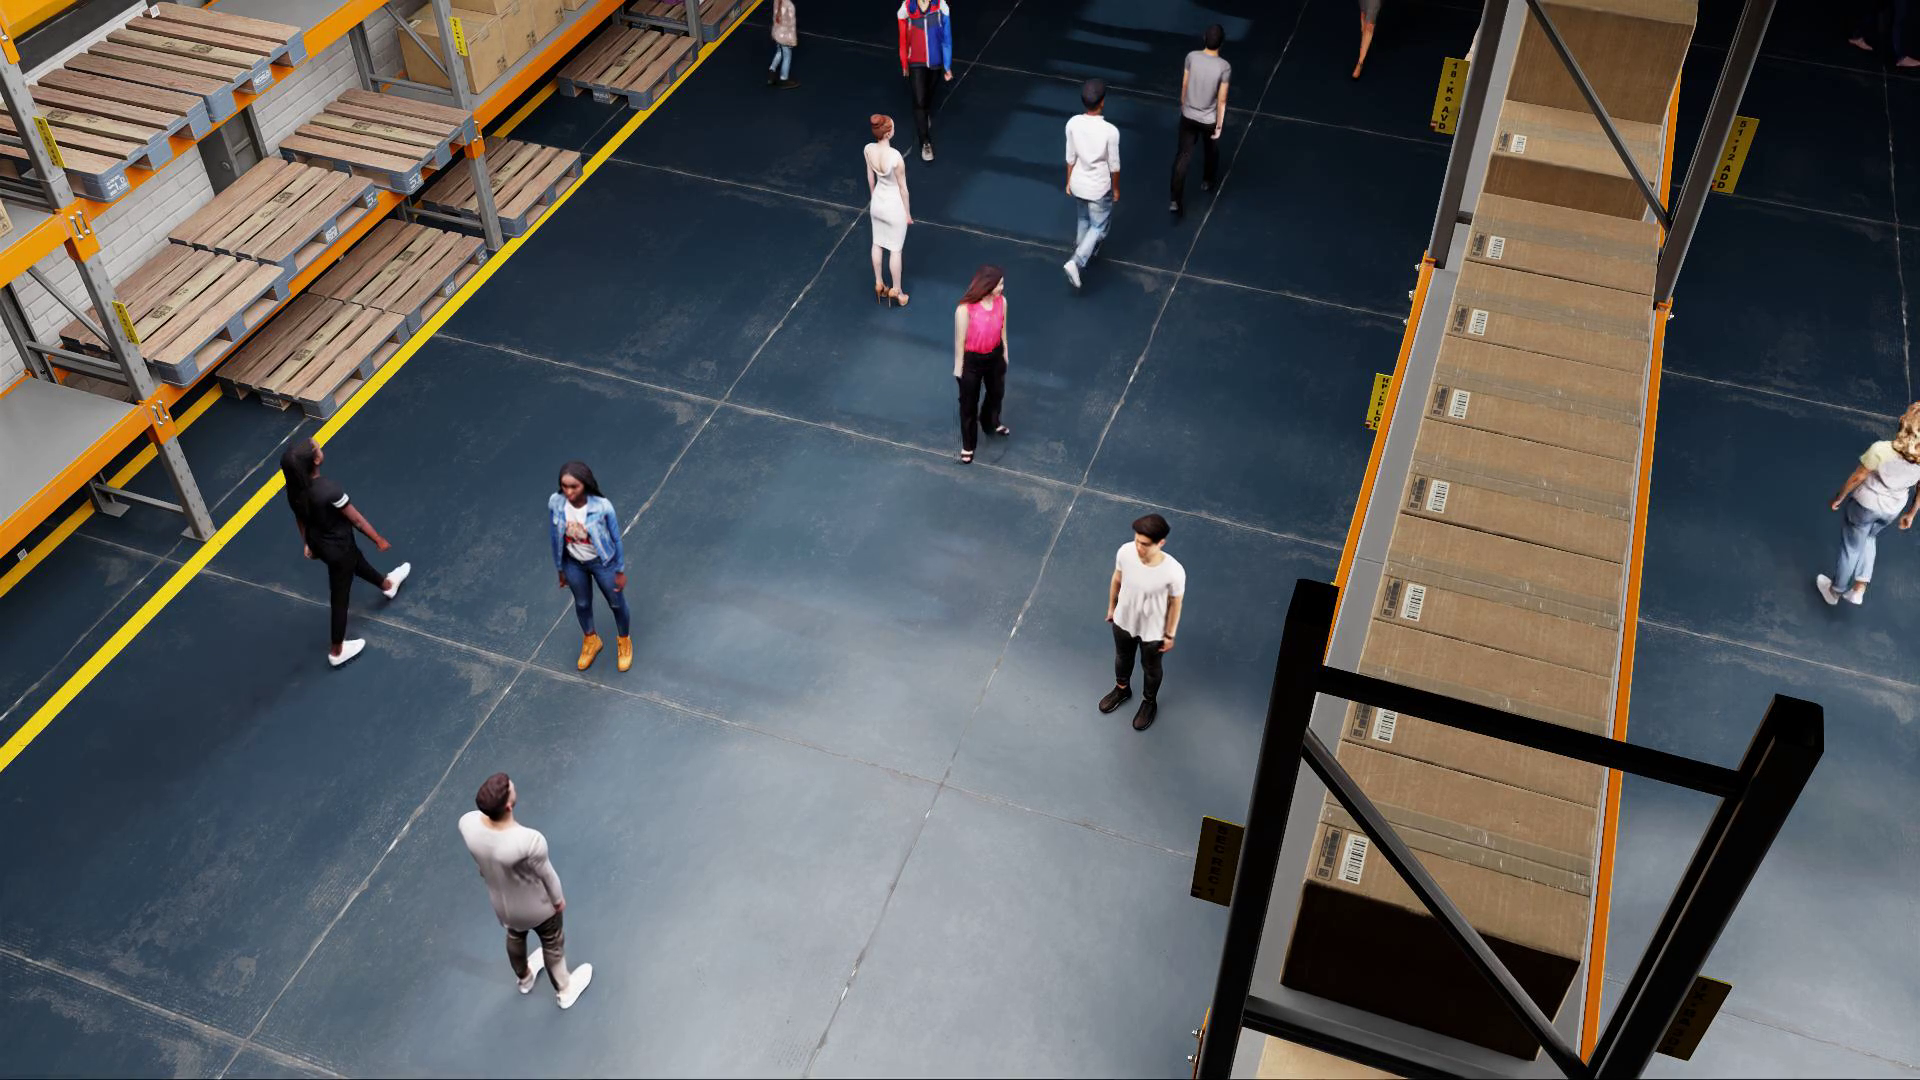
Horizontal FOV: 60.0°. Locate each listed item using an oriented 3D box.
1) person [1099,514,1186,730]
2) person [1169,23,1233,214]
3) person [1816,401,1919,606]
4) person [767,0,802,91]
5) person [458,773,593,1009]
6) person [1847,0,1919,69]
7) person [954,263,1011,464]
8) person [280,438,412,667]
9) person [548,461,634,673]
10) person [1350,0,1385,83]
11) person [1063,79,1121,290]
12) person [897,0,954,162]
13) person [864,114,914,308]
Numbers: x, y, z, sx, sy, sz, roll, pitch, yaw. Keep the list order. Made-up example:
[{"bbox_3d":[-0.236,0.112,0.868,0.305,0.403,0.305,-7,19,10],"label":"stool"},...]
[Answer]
[{"bbox_3d":[1.147,0.488,10.390,0.686,1.722,0.628,27,50,25],"label":"person"},{"bbox_3d":[2.113,-3.722,14.802,0.593,1.732,1.148,14,45,14],"label":"person"},{"bbox_3d":[6.130,-0.151,11.068,0.749,1.712,0.797,1,44,1],"label":"person"},{"bbox_3d":[-1.788,-5.042,16.589,0.699,1.179,0.634,-32,52,-29],"label":"person"},{"bbox_3d":[-2.332,1.870,8.855,0.656,1.838,0.538,15,46,16],"label":"person"},{"bbox_3d":[9.537,-5.804,16.927,1.179,1.816,1.148,-27,50,-25],"label":"person"},{"bbox_3d":[0.129,-1.303,12.326,0.708,1.645,0.805,-13,45,-13],"label":"person"},{"bbox_3d":[-4.115,0.110,10.811,0.779,1.689,1.183,23,48,22],"label":"person"},{"bbox_3d":[-2.376,0.163,10.738,0.652,1.712,0.598,4,44,4],"label":"person"},{"bbox_3d":[4.164,-5.594,16.719,0.697,1.799,1.122,20,47,20],"label":"person"},{"bbox_3d":[1.076,-2.962,13.960,0.809,1.794,1.076,24,49,23],"label":"person"},{"bbox_3d":[-0.334,-4.560,15.694,1.053,1.714,1.276,-7,44,-8],"label":"person"},{"bbox_3d":[-0.604,-2.714,13.700,0.619,1.792,0.575,29,51,27],"label":"person"}]
